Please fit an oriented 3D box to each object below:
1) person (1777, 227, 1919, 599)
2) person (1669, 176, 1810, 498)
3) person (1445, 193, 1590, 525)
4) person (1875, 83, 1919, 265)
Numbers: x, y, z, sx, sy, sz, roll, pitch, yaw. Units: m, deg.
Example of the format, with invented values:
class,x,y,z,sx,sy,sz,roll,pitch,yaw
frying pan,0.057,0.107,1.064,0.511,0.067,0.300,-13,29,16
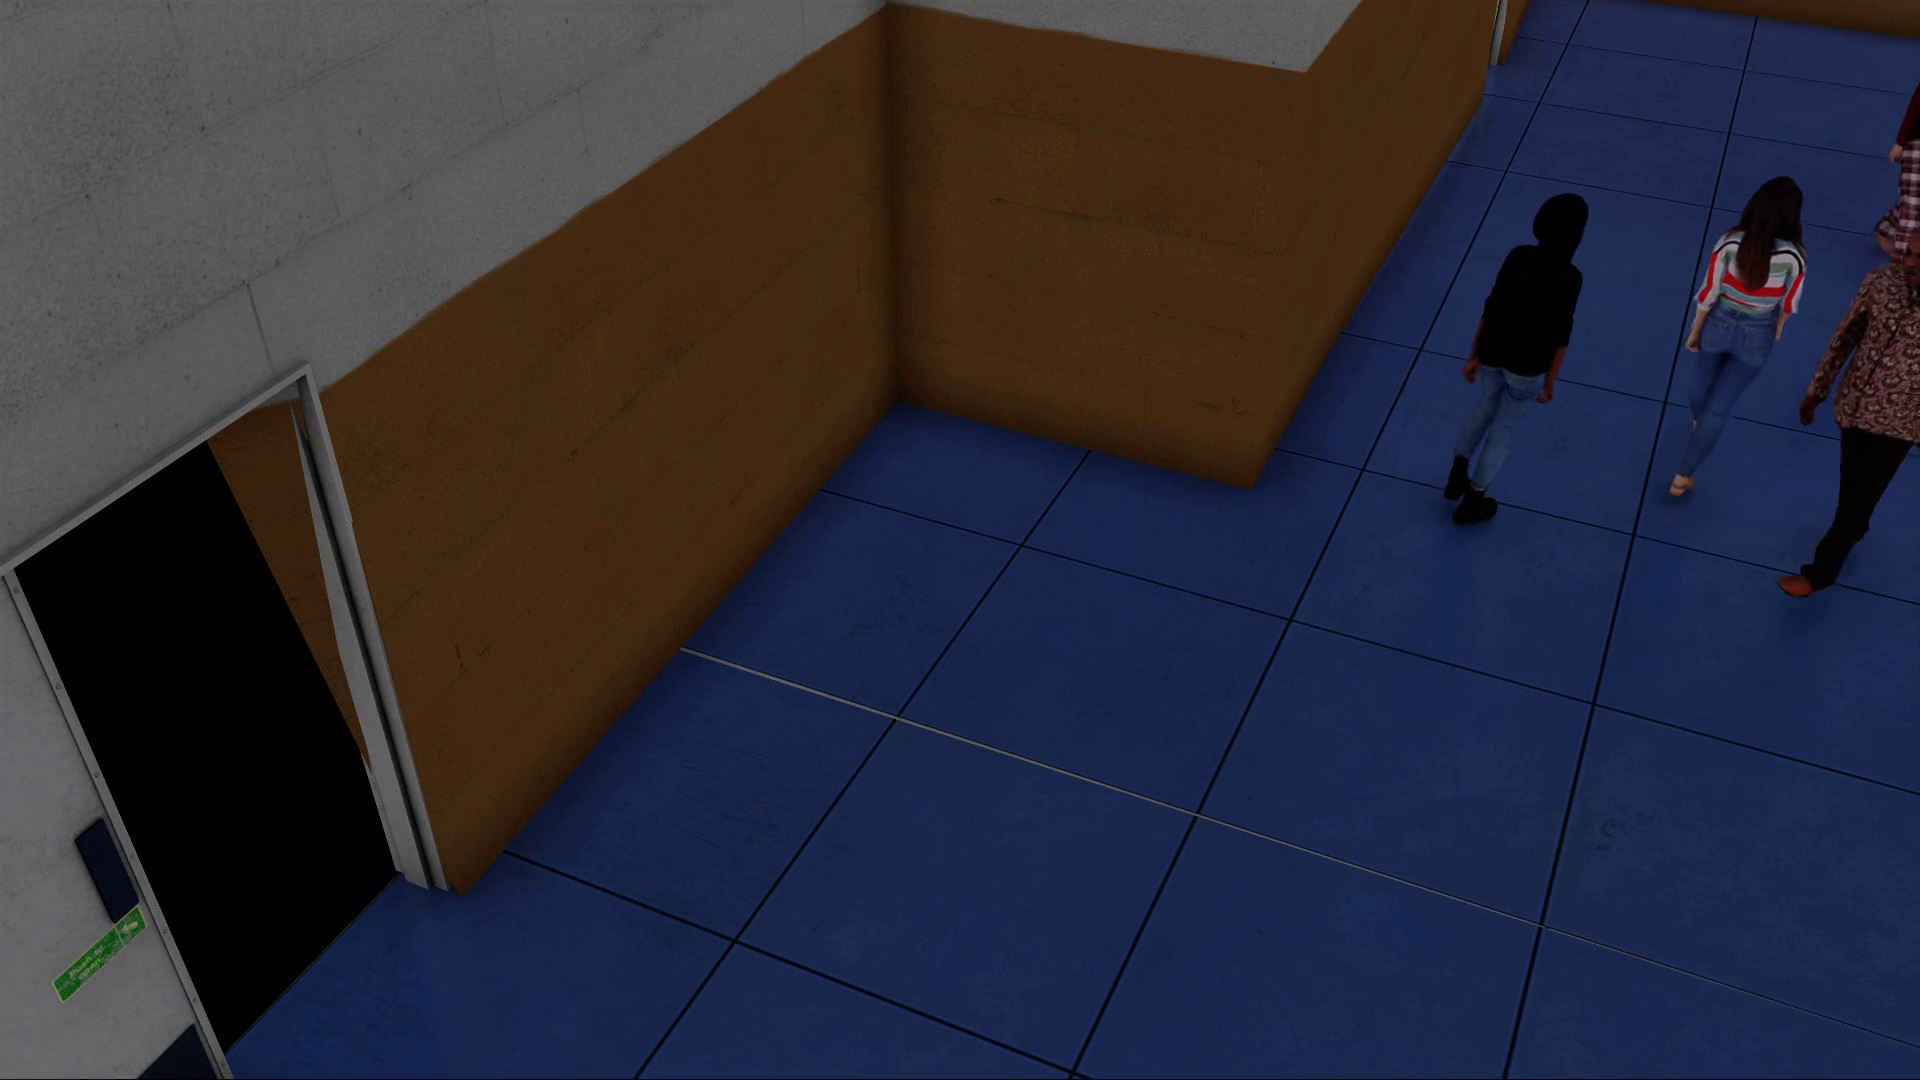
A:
class,x,y,z,sx,sy,sz,roll,pitch,yaw
person,4.144,-0.609,7.398,1.117,1.766,1.181,-24,43,-28
person,3.702,-0.919,7.983,1.079,1.558,0.798,23,43,28
person,2.526,-0.779,7.694,0.659,1.681,0.727,30,46,34
person,5.743,-2.352,9.815,1.087,1.650,0.907,4,37,5
